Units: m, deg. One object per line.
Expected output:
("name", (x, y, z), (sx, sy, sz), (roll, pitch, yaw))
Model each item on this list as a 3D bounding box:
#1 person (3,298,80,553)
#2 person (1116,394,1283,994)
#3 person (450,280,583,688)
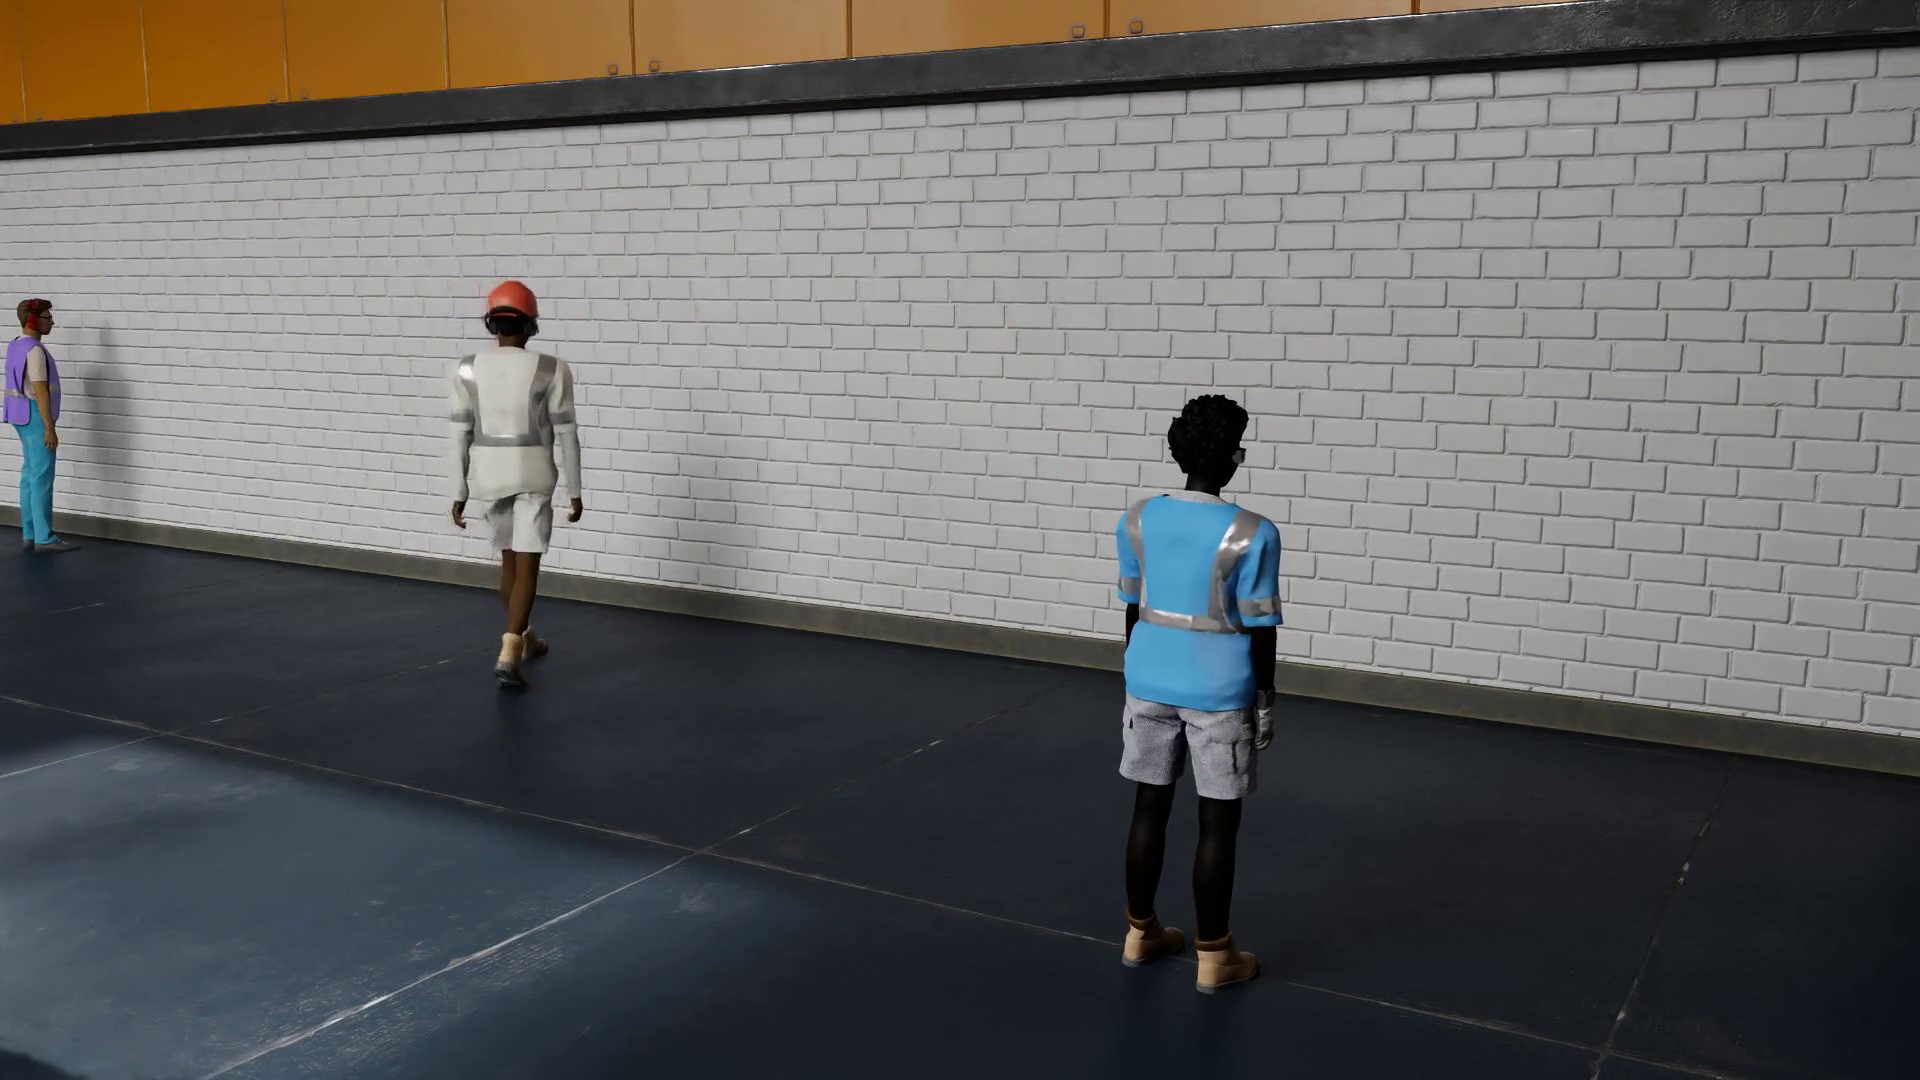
("person", (-6.736, -0.830, 12.111), (0.373, 1.843, 0.572), (-8, 12, -42))
("person", (0.673, 0.431, 4.727), (0.530, 1.689, 0.321), (7, 12, 38))
("person", (-2.219, -0.286, 8.270), (0.622, 2.005, 1.024), (0, 9, 3))
